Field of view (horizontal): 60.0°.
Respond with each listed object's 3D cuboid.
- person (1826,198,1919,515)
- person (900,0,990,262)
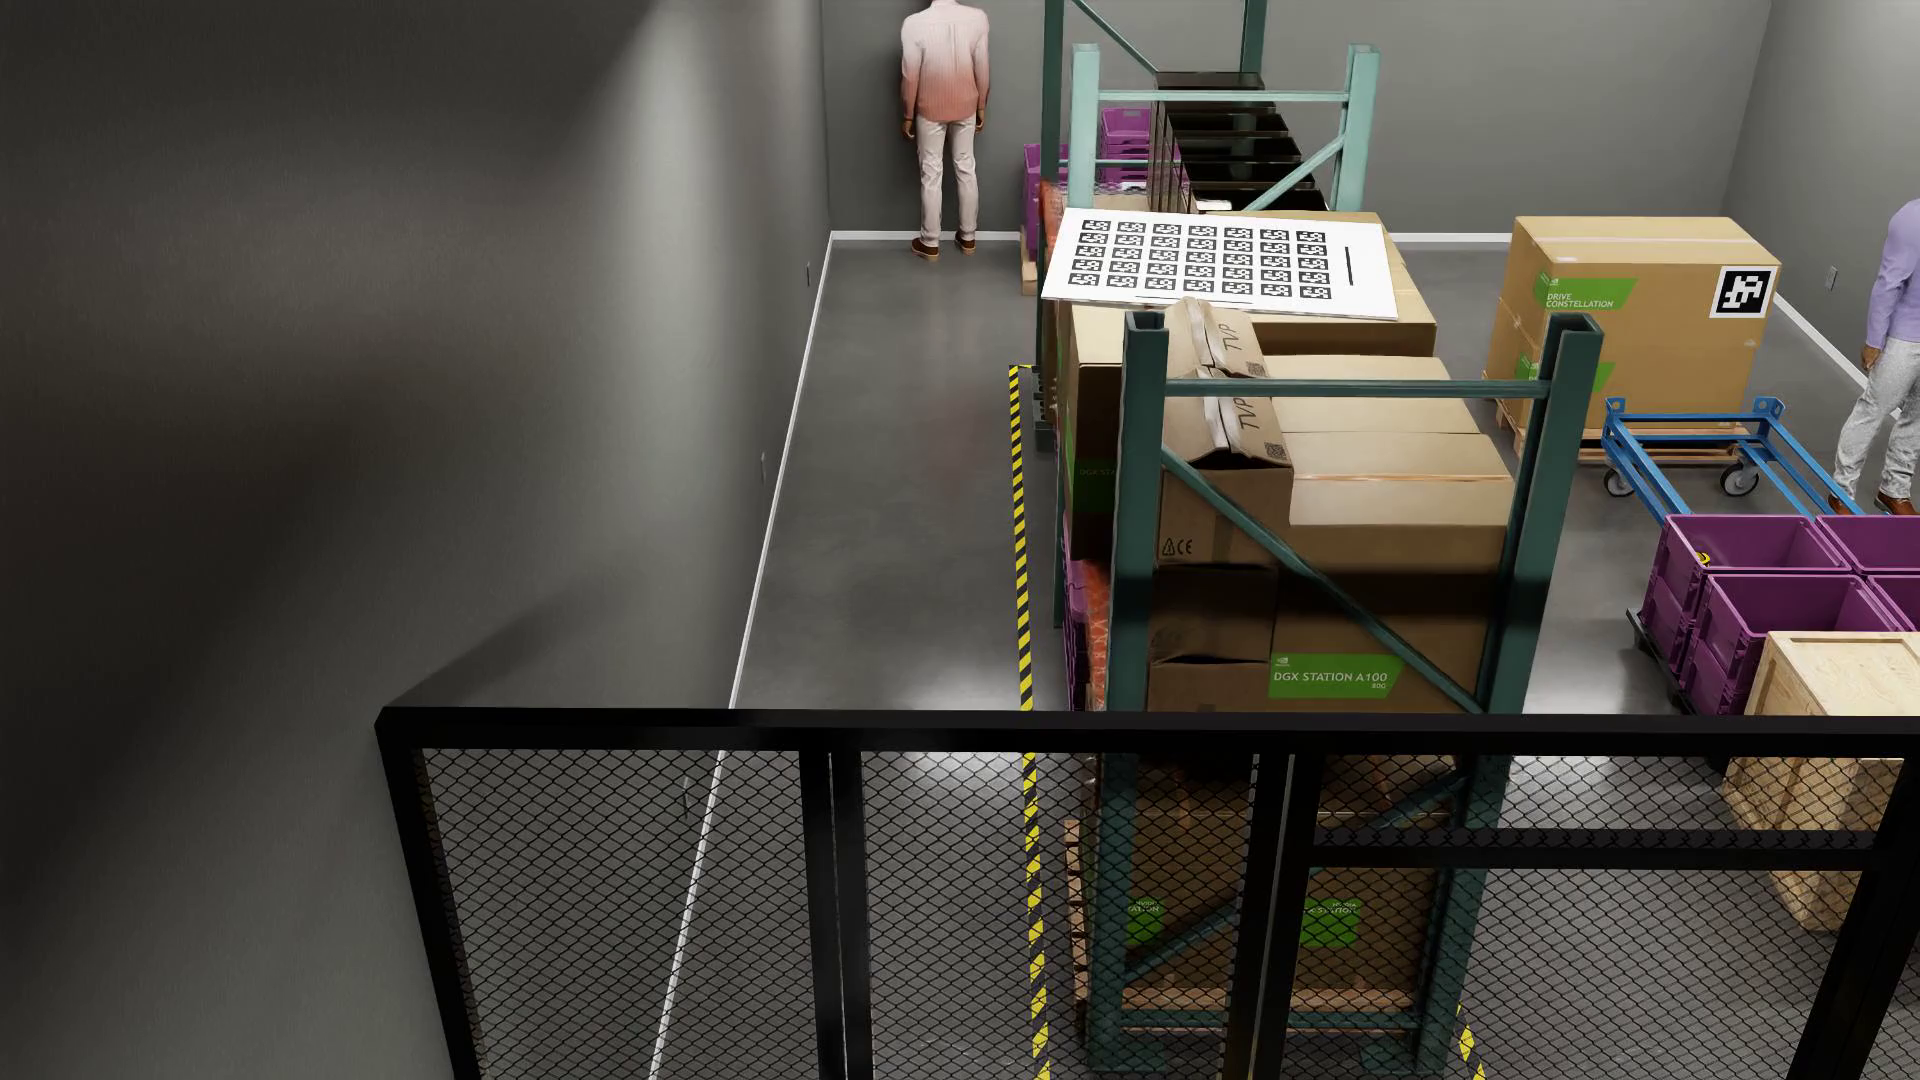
[{"bbox_3d":[4.535,-0.943,7.784,0.628,1.937,0.373,-1,31,-1],"label":"person"},{"bbox_3d":[-0.103,-2.813,10.834,0.613,1.994,0.381,-12,33,-20],"label":"person"}]
